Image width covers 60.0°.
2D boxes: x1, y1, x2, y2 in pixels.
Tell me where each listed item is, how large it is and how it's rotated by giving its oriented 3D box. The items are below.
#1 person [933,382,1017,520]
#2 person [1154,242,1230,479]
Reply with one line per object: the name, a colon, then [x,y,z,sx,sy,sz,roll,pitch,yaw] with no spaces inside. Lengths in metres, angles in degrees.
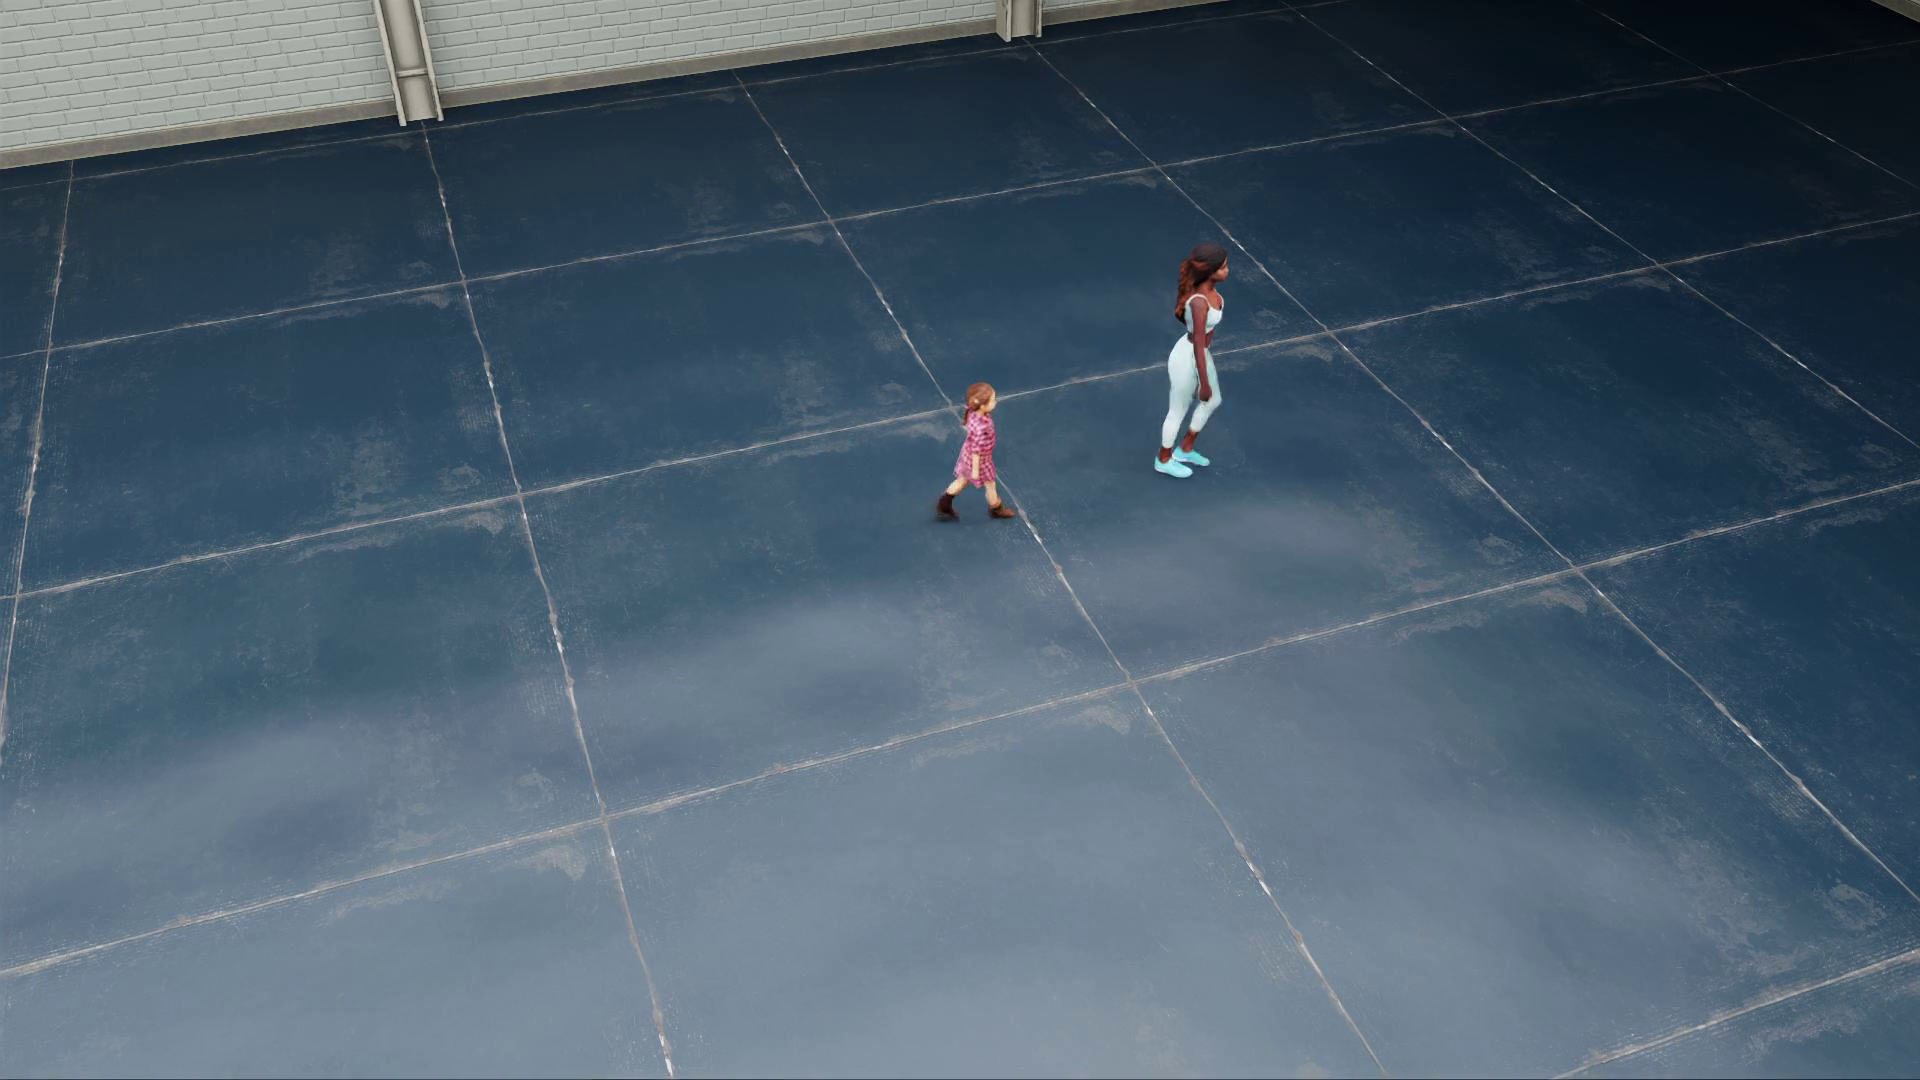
person: [0.054,-0.533,10.323,0.778,1.011,0.525,-5,38,-6]
person: [1.375,-1.117,10.500,0.769,1.713,0.723,8,39,10]
